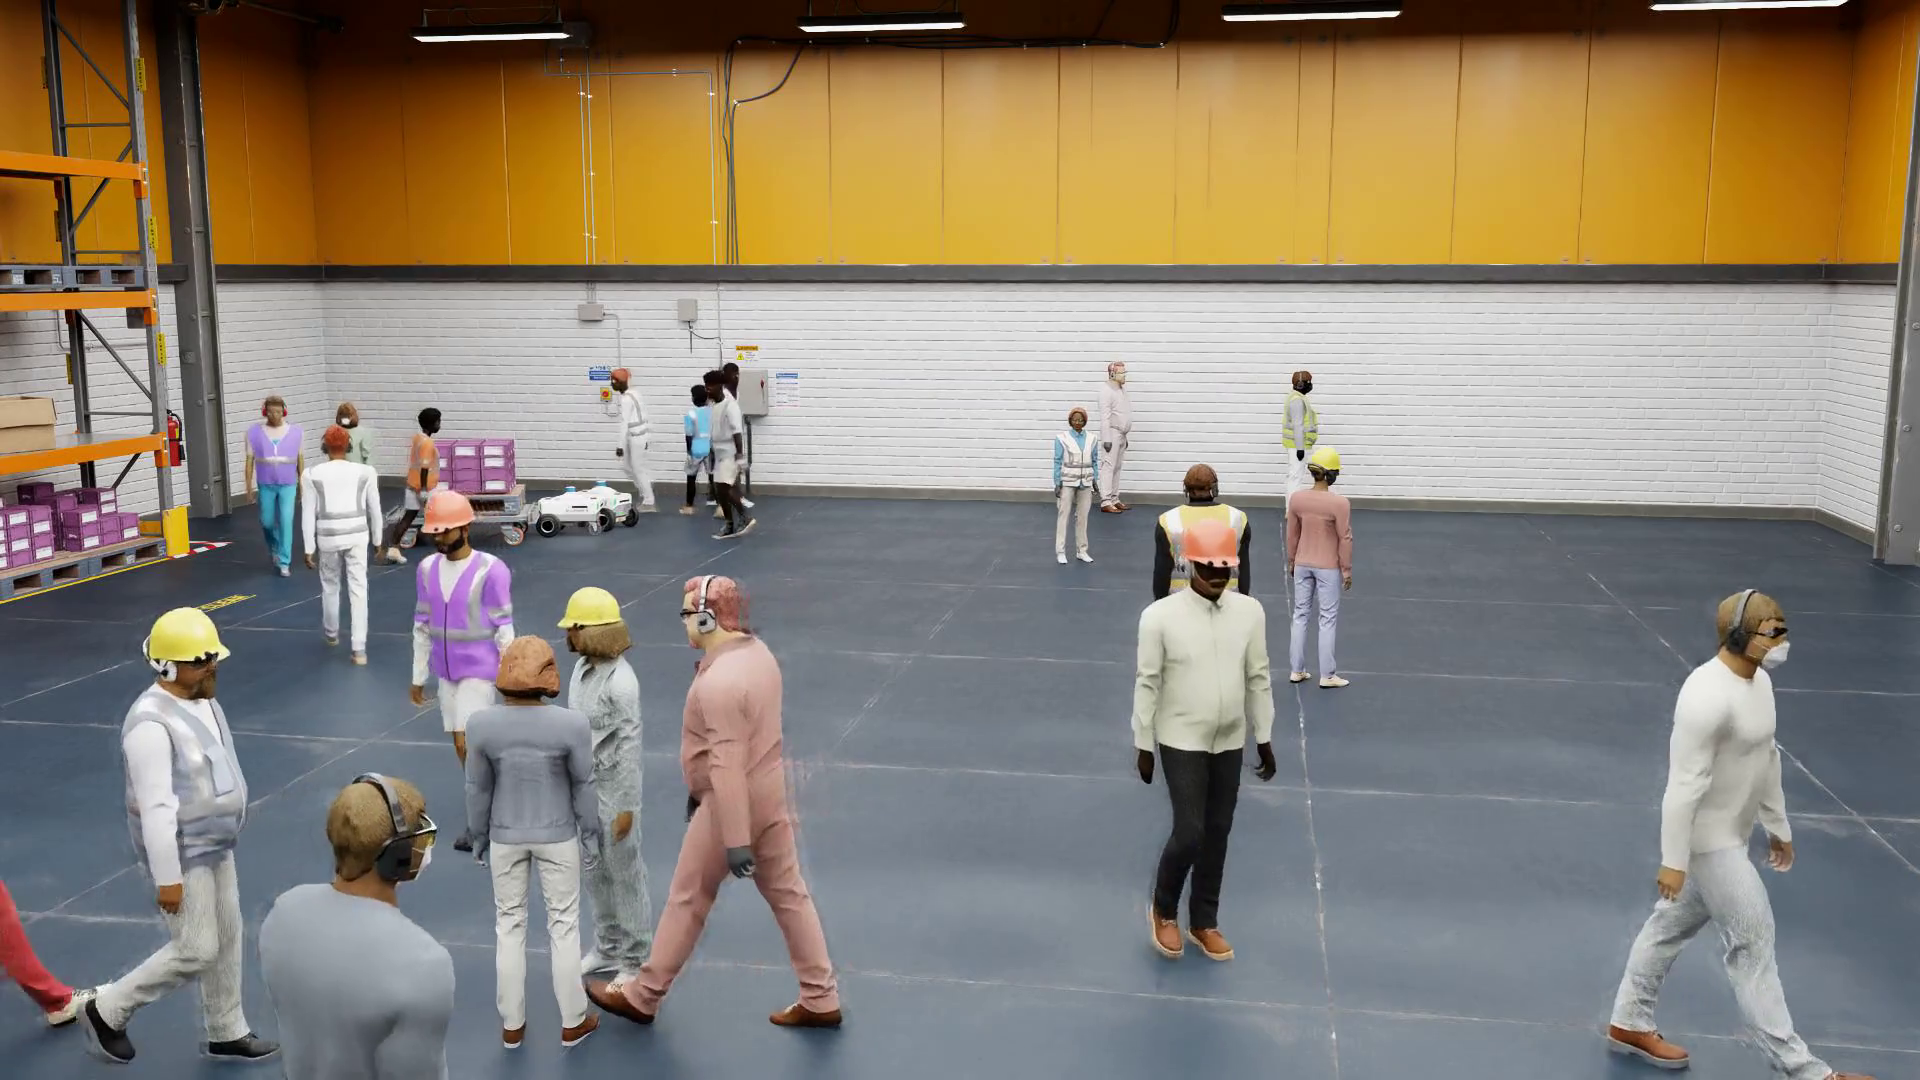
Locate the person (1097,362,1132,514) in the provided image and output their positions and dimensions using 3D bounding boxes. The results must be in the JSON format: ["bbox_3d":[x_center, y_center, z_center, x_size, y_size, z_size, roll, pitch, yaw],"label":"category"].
[{"bbox_3d":[1.975,-1.299,21.046,0.409,1.909,0.639,4,10,25],"label":"person"}]

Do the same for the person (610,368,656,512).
[{"bbox_3d":[-4.076,-1.238,20.838,0.570,1.843,0.596,-2,9,-12],"label":"person"}]

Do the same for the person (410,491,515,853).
[{"bbox_3d":[-2.606,0.689,8.667,0.551,1.913,0.477,4,10,24],"label":"person"}]

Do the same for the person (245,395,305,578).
[{"bbox_3d":[-6.882,-0.563,16.762,0.569,1.819,0.748,-4,10,-22],"label":"person"}]

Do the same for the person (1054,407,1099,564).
[{"bbox_3d":[1.211,-0.569,17.346,0.520,1.636,0.312,-4,10,-22],"label":"person"}]

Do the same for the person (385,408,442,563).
[{"bbox_3d":[-5.605,-0.560,17.290,0.851,1.644,0.587,-5,11,-29],"label":"person"}]

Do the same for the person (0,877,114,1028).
[{"bbox_3d":[-3.858,1.145,6.443,0.905,1.717,0.537,-9,13,-44],"label":"person"}]

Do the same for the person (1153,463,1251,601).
[{"bbox_3d":[1.518,0.433,10.517,0.619,1.839,0.430,0,9,-3],"label":"person"}]

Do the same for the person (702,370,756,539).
[{"bbox_3d":[-2.657,-0.958,18.815,0.477,1.940,0.665,-7,11,-37],"label":"person"}]

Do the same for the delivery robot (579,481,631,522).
[{"bbox_3d":[-4.248,-0.456,19.706,0.707,0.478,0.477,5,10,28],"label":"delivery robot"}]

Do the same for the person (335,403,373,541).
[{"bbox_3d":[-6.737,-0.707,18.334,0.511,1.583,0.855,0,9,2],"label":"person"}]

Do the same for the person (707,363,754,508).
[{"bbox_3d":[-2.961,-1.342,21.420,0.797,1.869,0.660,2,9,13],"label":"person"}]

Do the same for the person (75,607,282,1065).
[{"bbox_3d":[-2.952,1.137,6.236,0.598,1.810,0.591,-1,9,-4],"label":"person"}]

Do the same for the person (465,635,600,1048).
[{"bbox_3d":[-1.665,1.179,6.515,0.507,1.631,0.271,0,9,-1],"label":"person"}]

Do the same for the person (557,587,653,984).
[{"bbox_3d":[-1.503,1.051,6.971,0.323,1.742,0.492,-7,12,-37],"label":"person"}]

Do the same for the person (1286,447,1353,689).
[{"bbox_3d":[2.640,0.199,12.183,0.535,1.767,0.316,9,13,44],"label":"person"}]

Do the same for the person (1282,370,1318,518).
[{"bbox_3d":[4.138,-1.140,20.259,0.429,1.845,0.621,1,9,7],"label":"person"}]

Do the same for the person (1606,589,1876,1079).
[{"bbox_3d":[2.893,1.117,6.101,1.001,1.885,0.658,7,12,38],"label":"person"}]

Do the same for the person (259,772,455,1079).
[{"bbox_3d":[-1.400,1.472,3.929,0.643,1.897,1.012,5,11,30],"label":"person"}]

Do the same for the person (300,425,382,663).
[{"bbox_3d":[-4.881,0.009,13.150,0.605,1.829,0.979,-4,10,-24],"label":"person"}]

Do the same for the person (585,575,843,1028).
[{"bbox_3d":[-0.948,1.056,6.623,1.040,1.843,0.645,2,9,14],"label":"person"}]

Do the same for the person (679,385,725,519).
[{"bbox_3d":[-3.166,-1.090,20.511,0.533,1.658,0.822,-6,11,-33],"label":"person"}]

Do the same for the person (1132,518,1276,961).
[{"bbox_3d":[1.087,0.881,7.295,0.621,1.980,0.439,-4,10,-24],"label":"person"}]

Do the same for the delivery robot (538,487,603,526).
[{"bbox_3d":[-4.484,-0.374,19.195,0.707,0.478,0.477,-1,9,-3],"label":"delivery robot"}]
